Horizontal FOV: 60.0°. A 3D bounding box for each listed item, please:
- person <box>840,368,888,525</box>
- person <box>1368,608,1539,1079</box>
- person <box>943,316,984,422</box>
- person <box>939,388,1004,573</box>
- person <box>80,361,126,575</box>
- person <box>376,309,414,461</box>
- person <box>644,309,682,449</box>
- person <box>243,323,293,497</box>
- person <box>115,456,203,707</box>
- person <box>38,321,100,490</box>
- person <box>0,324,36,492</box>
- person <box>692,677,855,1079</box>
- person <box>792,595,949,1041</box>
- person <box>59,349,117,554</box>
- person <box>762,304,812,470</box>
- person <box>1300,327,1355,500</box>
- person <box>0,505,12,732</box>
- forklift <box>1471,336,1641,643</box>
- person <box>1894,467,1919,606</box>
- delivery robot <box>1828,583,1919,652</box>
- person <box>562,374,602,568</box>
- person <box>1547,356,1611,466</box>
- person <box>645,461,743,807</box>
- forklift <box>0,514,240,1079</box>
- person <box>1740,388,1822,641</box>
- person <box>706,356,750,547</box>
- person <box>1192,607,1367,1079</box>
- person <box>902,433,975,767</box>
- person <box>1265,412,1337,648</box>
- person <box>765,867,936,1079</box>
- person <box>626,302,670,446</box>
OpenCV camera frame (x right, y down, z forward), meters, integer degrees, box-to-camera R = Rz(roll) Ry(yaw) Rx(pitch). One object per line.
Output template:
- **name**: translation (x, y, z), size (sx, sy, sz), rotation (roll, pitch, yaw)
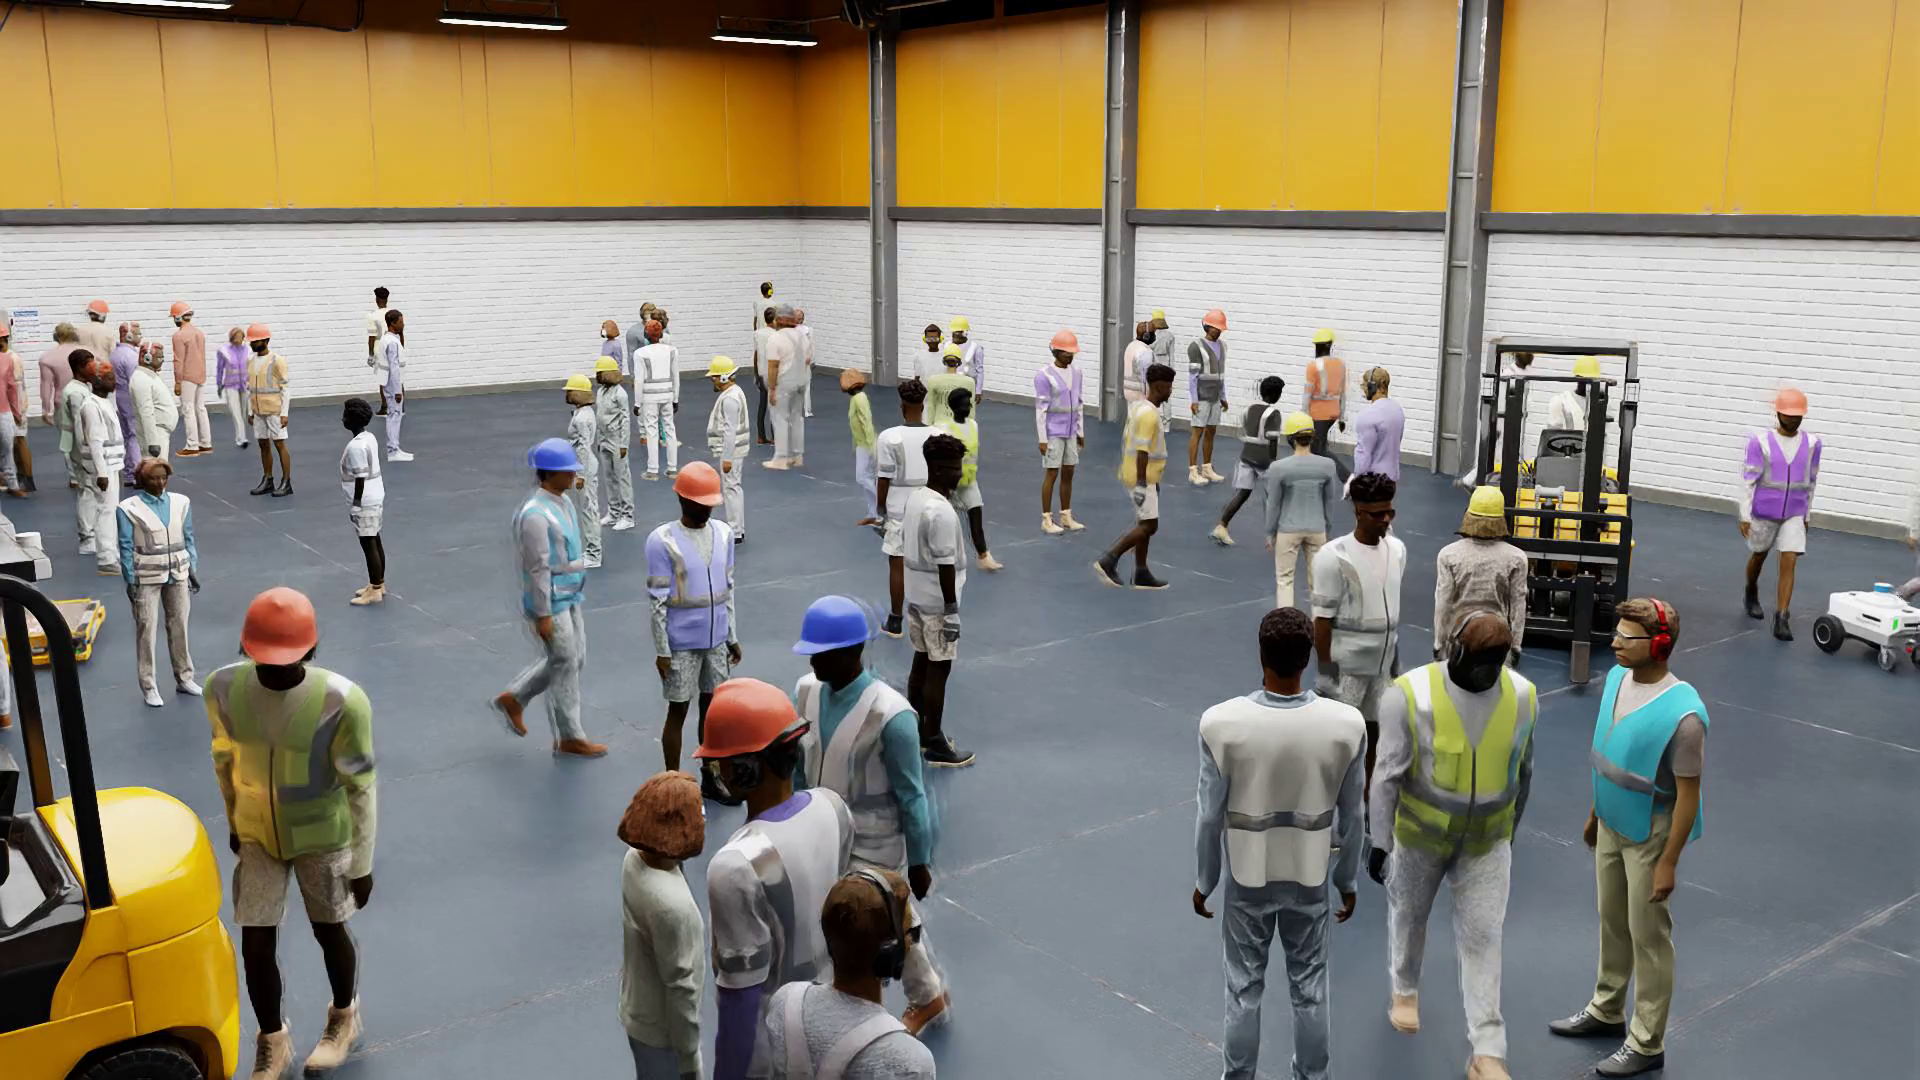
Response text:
- **person**: translation (-0.943, -0.925, 16.770), size (0.528, 1.595, 0.544), rotation (-1, 12, -7)
- **person**: translation (1.872, 1.144, 6.308), size (0.650, 1.789, 0.963), rotation (1, 12, 2)
- **person**: translation (0.002, -1.896, 20.904), size (0.602, 1.828, 0.404), rotation (7, 13, 29)
- **person**: translation (-0.016, -0.534, 14.765), size (0.891, 1.646, 0.545), rotation (11, 16, 42)
- **person**: translation (-7.538, -0.634, 14.675), size (0.337, 1.883, 0.584), rotation (-4, 12, -17)
- **person**: translation (-7.139, -1.943, 20.951), size (0.392, 1.911, 0.583), rotation (-5, 13, -24)
- **person**: translation (-3.966, -2.134, 22.016), size (0.505, 1.847, 0.349), rotation (10, 15, 39)
- **person**: translation (-7.696, -1.439, 18.440), size (0.552, 1.933, 0.374), rotation (5, 13, 21)
- **person**: translation (-5.264, 0.262, 10.952), size (0.307, 1.638, 0.513), rotation (8, 14, 33)
- **person**: translation (-10.024, -1.512, 18.838), size (0.483, 1.916, 0.670), rotation (11, 16, 44)
- **person**: translation (-10.716, -1.488, 18.720), size (0.550, 1.923, 0.390), rotation (10, 15, 40)
- **person**: translation (-0.536, 1.369, 4.639), size (0.383, 2.036, 0.605), rotation (5, 13, 22)
- **person**: translation (-0.402, 1.115, 6.238), size (1.027, 1.885, 0.606), rotation (-10, 15, -39)
- **person**: translation (-8.194, -0.827, 15.546), size (0.384, 1.913, 0.599), rotation (-5, 13, -24)
- **person**: translation (-2.189, -1.902, 20.423), size (0.554, 2.000, 0.825), rotation (9, 14, 36)
- **person**: translation (4.063, -1.384, 18.290), size (0.598, 1.890, 0.837), rotation (-11, 16, -43)
- **person**: translation (-6.143, 0.271, 10.178), size (0.412, 1.942, 0.609), rotation (7, 14, 31)
- **forklift**: translation (4.683, -0.471, 13.136), size (1.214, 2.155, 2.313), rotation (4, 12, 20)
- **person**: translation (7.286, -0.074, 12.341), size (0.536, 1.746, 0.621), rotation (0, 12, 0)
- **delivery robot**: translation (6.606, 0.552, 11.950), size (0.477, 0.478, 0.707), rotation (-2, 12, -11)
- **person**: translation (-3.397, -0.623, 14.959), size (0.284, 1.746, 0.492), rotation (-2, 12, -8)
- **person**: translation (5.529, -0.696, 14.876), size (0.593, 1.924, 0.381), rotation (-2, 12, -11)
- **person**: translation (-1.418, 0.531, 8.960), size (0.548, 1.938, 0.410), rotation (-11, 16, -44)
- **forklift**: translation (-3.687, 1.115, 5.480), size (2.313, 2.155, 1.214), rotation (-9, 15, -36)
- **person**: translation (6.279, -0.243, 12.797), size (0.555, 1.891, 0.994), rotation (2, 12, 12)
- **person**: translation (-2.206, -0.846, 15.863), size (0.403, 1.821, 0.602), rotation (-1, 12, -5)
- **person**: translation (1.118, 1.177, 5.849), size (0.595, 1.918, 0.386), rotation (0, 12, 0)
- **person**: translation (-0.137, 0.346, 9.753), size (0.365, 1.959, 0.612), rotation (-4, 12, -20)
- **person**: translation (2.492, -0.058, 12.225), size (0.522, 1.760, 0.374), rotation (-1, 12, -5)
- **person**: translation (-0.200, 1.623, 3.944), size (0.536, 1.807, 0.857), rotation (8, 14, 35)
- **person**: translation (-4.138, -2.214, 22.216), size (0.635, 1.928, 0.382), rotation (-9, 15, -38)
